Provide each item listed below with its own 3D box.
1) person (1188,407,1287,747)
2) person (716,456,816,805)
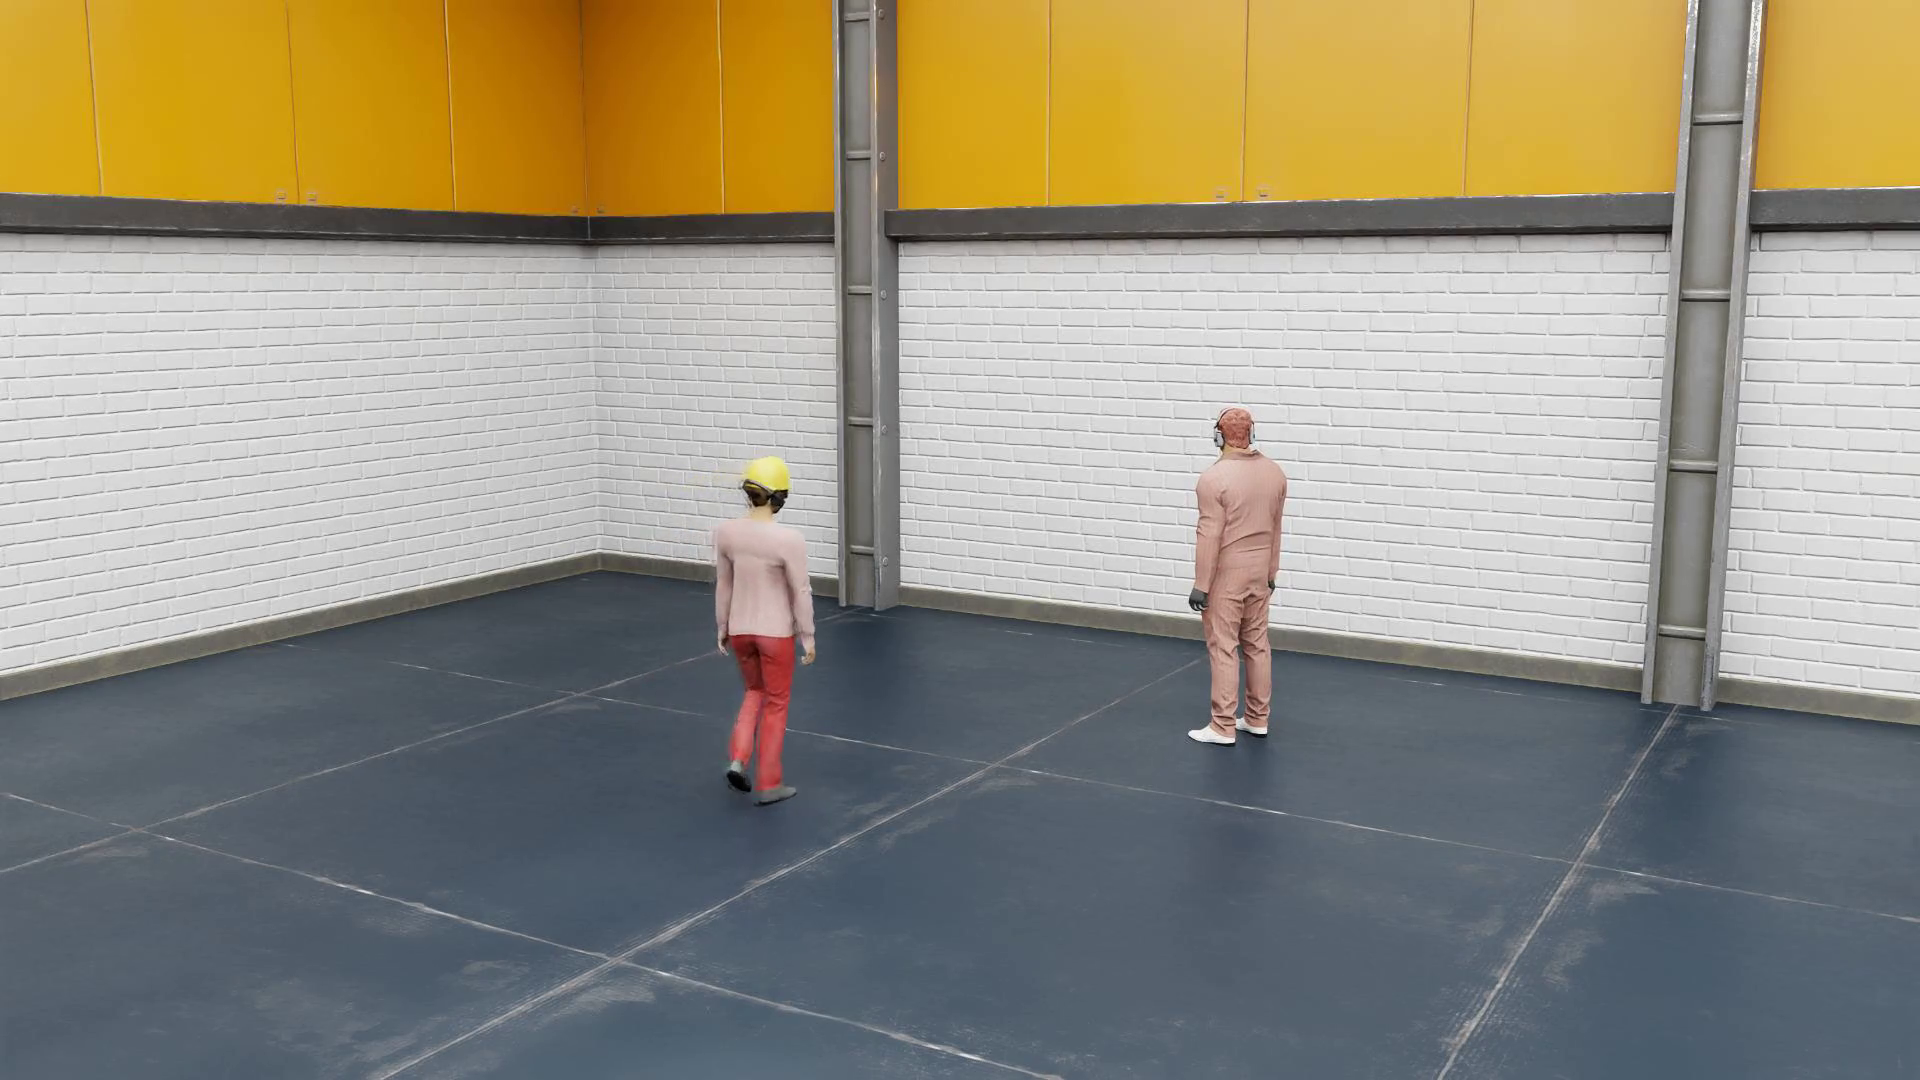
[{"bbox_3d":[1.530,0.204,9.378,0.652,1.903,0.403,-7,11,-37],"label":"person"},{"bbox_3d":[-0.954,0.453,8.286,0.542,1.750,0.368,5,10,29],"label":"person"}]
